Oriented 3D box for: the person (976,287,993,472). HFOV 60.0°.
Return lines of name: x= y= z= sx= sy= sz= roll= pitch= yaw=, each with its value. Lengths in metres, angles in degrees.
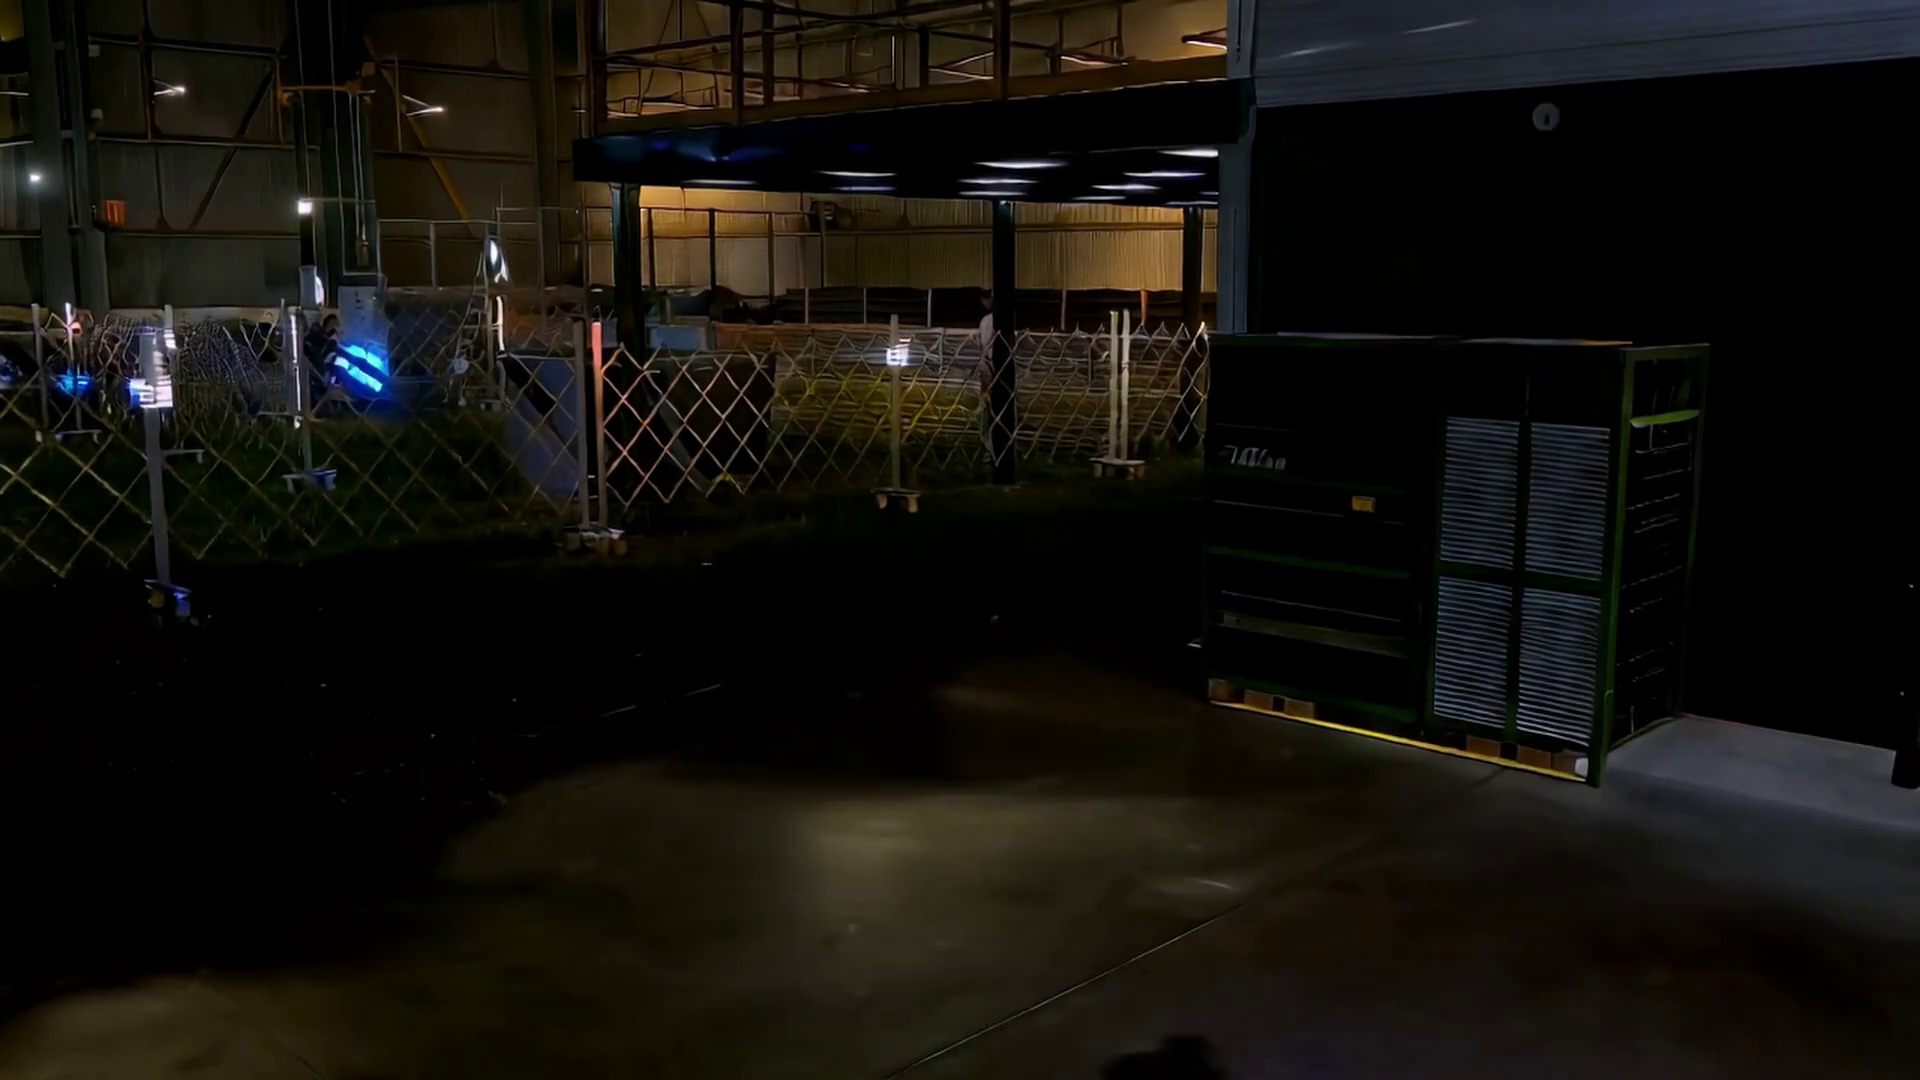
person: x=0.351 y=-1.632 z=17.002 sx=0.355 sy=1.882 sz=0.575 roll=1 pitch=9 yaw=7
